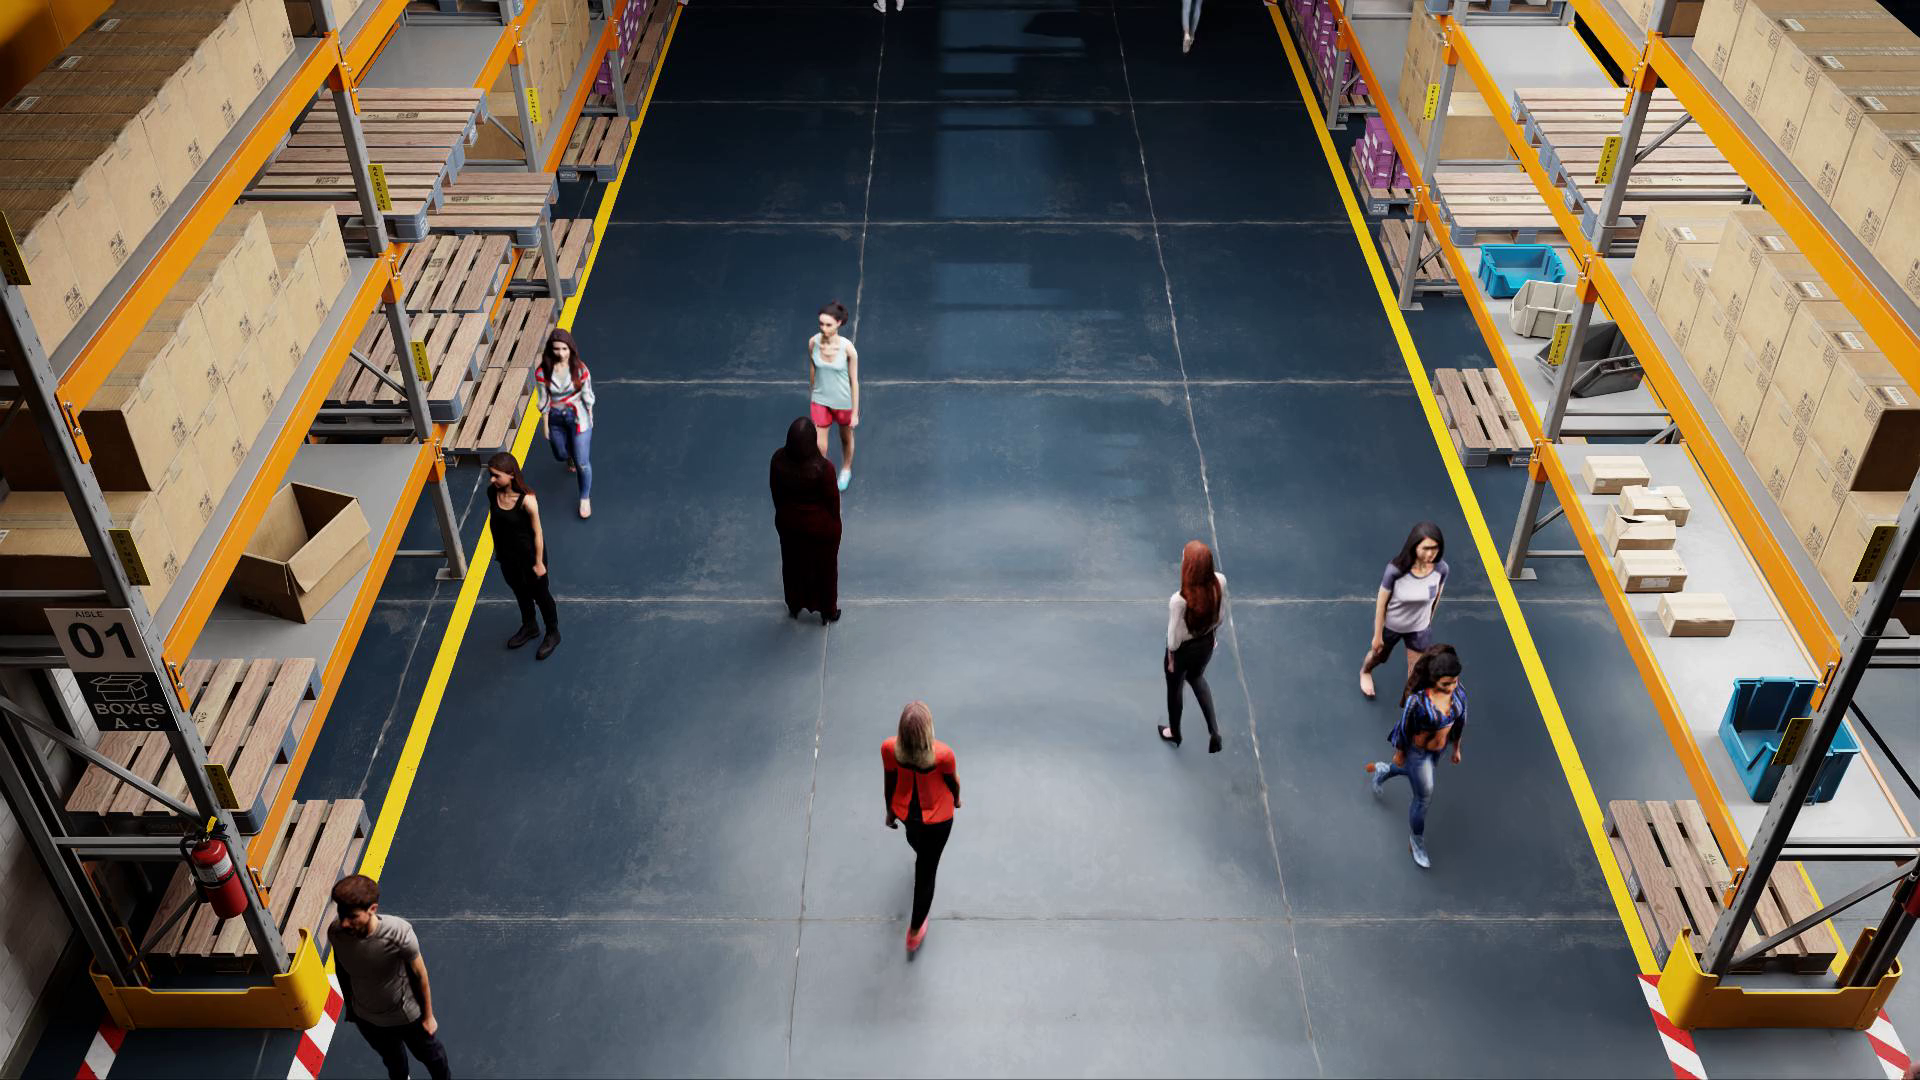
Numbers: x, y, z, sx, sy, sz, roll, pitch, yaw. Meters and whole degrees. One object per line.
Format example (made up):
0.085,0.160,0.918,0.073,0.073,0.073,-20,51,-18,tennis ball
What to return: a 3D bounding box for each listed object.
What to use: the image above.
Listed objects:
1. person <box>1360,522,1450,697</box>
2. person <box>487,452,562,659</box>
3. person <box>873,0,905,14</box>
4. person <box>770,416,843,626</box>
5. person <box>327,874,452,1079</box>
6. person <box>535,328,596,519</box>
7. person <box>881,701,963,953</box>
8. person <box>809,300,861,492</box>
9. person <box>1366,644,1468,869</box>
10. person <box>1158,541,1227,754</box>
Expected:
2.939,0.529,11.128,0.646,1.660,1.095,-3,39,-3,person
-3.071,0.087,11.658,0.679,1.688,0.697,19,42,22,person
-0.938,-7.710,21.262,0.713,1.888,0.655,-10,40,-12,person
-1.092,-0.129,11.874,0.747,1.757,0.727,12,40,15,person
-2.952,2.391,8.606,0.684,1.896,0.606,6,39,7,person
-3.078,-0.984,13.074,0.643,1.595,0.927,-3,39,-3,person
-0.241,1.667,9.708,0.828,1.654,1.217,10,40,13,person
-0.956,-1.116,13.119,0.793,1.744,1.056,10,40,13,person
2.840,1.241,10.291,0.866,1.591,1.101,-16,41,-19,person
1.546,0.768,10.759,0.834,1.746,0.936,-21,43,-25,person
